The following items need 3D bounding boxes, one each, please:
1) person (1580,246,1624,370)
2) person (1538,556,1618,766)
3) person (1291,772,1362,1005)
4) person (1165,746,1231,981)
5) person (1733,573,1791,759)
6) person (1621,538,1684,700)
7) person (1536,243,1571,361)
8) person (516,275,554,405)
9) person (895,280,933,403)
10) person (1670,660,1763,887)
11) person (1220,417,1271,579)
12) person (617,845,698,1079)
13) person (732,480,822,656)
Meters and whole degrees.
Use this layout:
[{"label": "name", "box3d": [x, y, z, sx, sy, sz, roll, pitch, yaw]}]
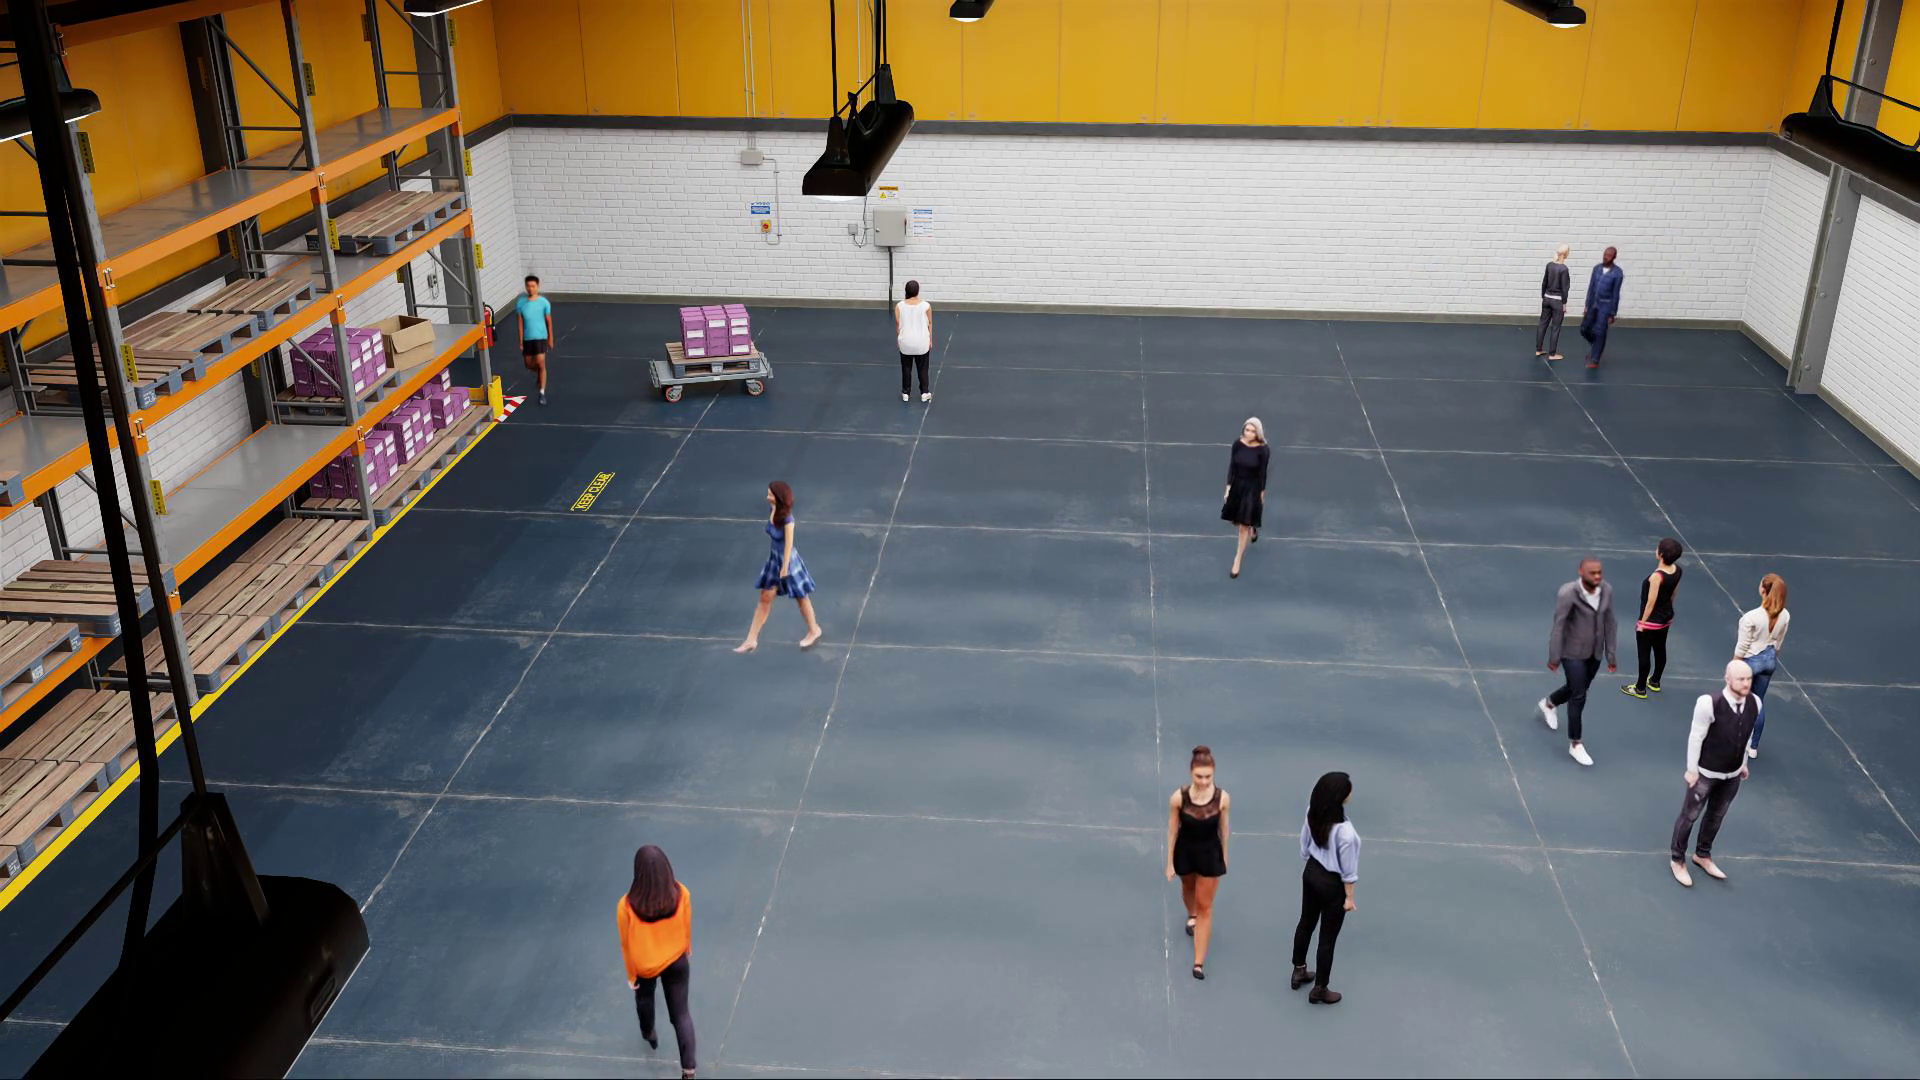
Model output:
[{"label": "person", "box3d": [9.377, -3.399, 24.198, 0.909, 1.804, 0.846, -16, 28, -33]}, {"label": "person", "box3d": [5.284, 0.944, 14.274, 1.007, 1.794, 1.235, -8, 25, -18]}, {"label": "person", "box3d": [2.453, 2.320, 11.191, 0.797, 1.743, 0.687, -12, 26, -26]}, {"label": "person", "box3d": [1.660, 2.172, 11.670, 0.621, 1.631, 1.101, 4, 24, 8]}, {"label": "person", "box3d": [6.724, 1.074, 14.069, 0.680, 1.720, 0.647, -6, 24, -14]}, {"label": "person", "box3d": [6.346, 0.694, 15.149, 0.623, 1.552, 0.665, -14, 27, -30]}, {"label": "person", "box3d": [8.812, -3.557, 24.654, 0.744, 1.728, 0.643, -13, 27, -27]}, {"label": "person", "box3d": [-5.822, -2.783, 22.840, 0.691, 1.762, 0.923, -1, 24, -1]}, {"label": "person", "box3d": [-0.636, -2.749, 22.856, 0.646, 1.687, 0.592, 2, 24, 6]}, {"label": "person", "box3d": [5.668, 1.718, 12.468, 0.762, 1.822, 0.718, -5, 24, -12]}, {"label": "person", "box3d": [3.049, -0.491, 17.640, 0.874, 1.727, 1.050, 14, 27, 29]}, {"label": "person", "box3d": [-1.833, 2.704, 10.359, 0.977, 1.705, 1.179, -11, 26, -24]}, {"label": "person", "box3d": [-1.598, 0.289, 15.831, 1.113, 1.748, 1.148, -14, 27, -29]}]
